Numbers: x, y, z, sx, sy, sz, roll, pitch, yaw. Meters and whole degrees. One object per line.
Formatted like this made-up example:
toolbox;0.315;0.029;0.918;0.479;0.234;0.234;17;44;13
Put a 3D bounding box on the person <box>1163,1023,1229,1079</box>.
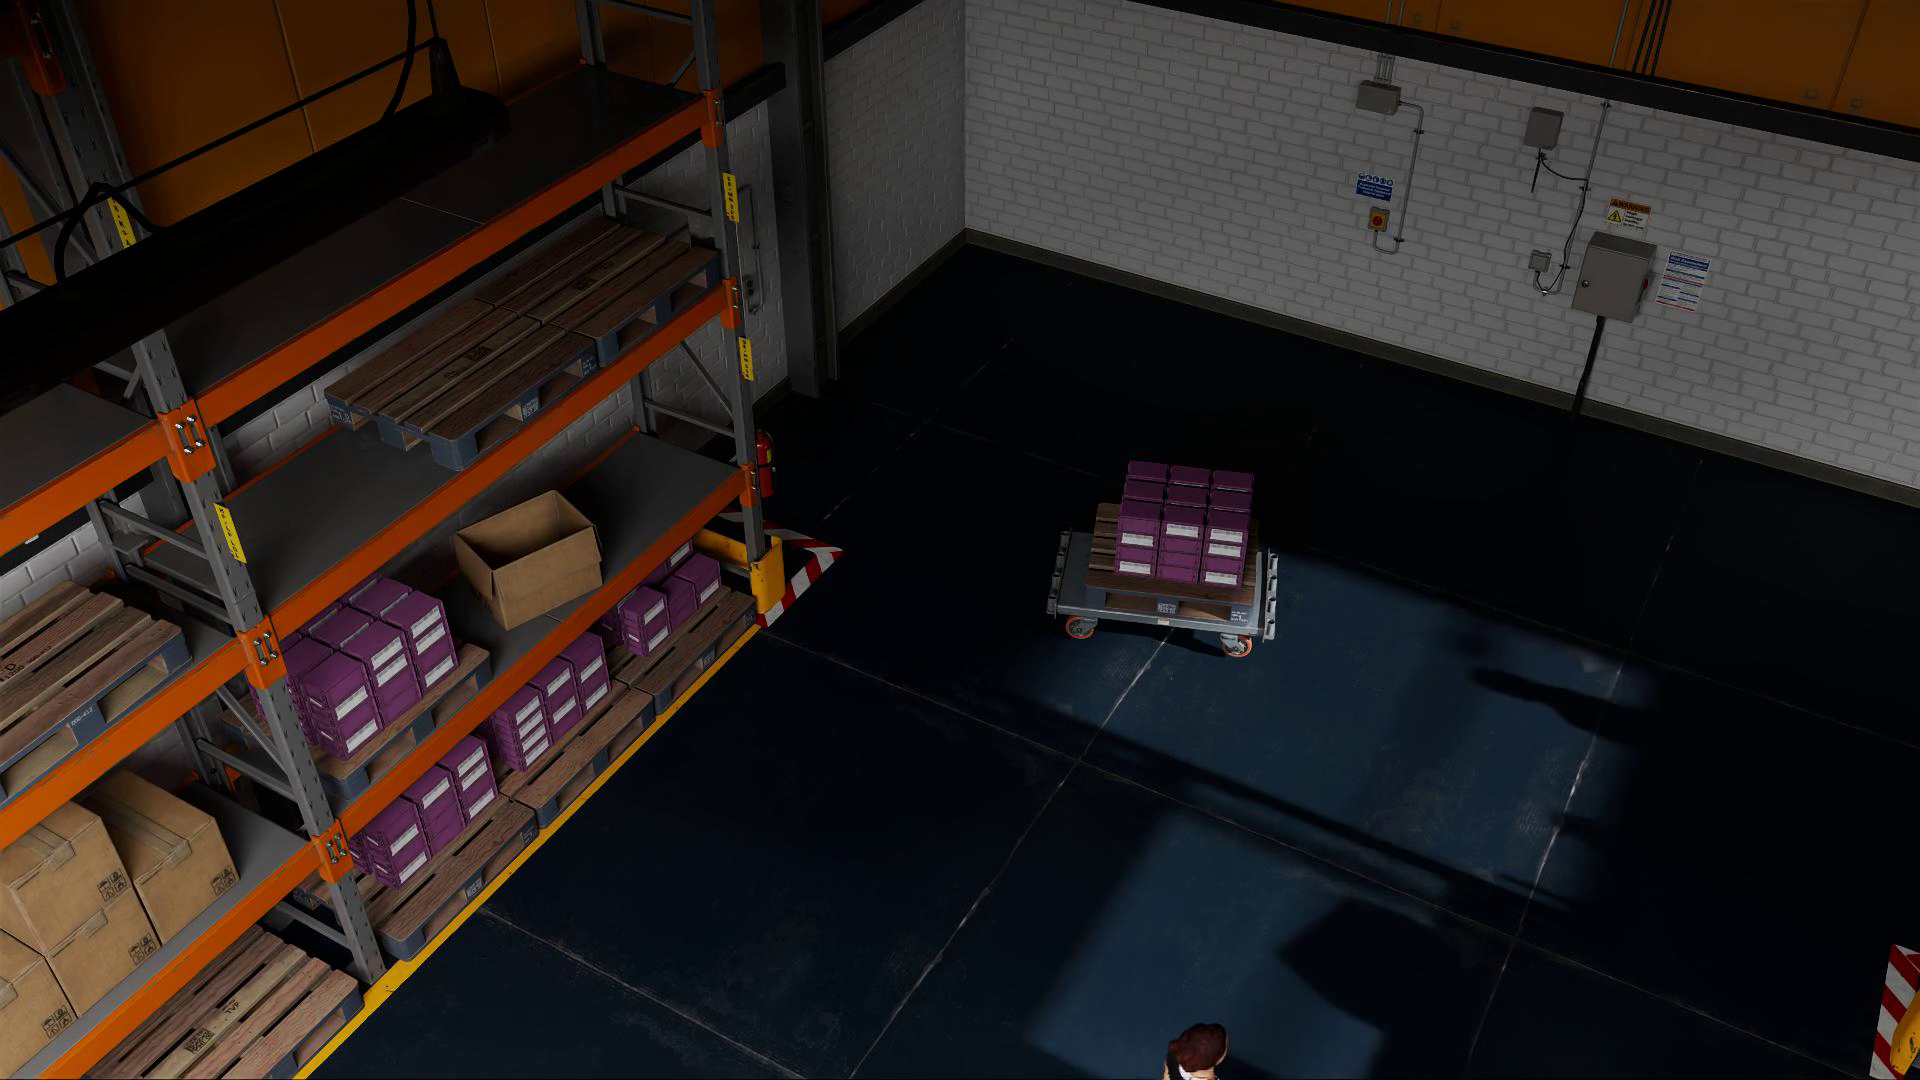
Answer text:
person;1.089;2.965;8.112;0.803;1.793;0.739;-18;42;-22
